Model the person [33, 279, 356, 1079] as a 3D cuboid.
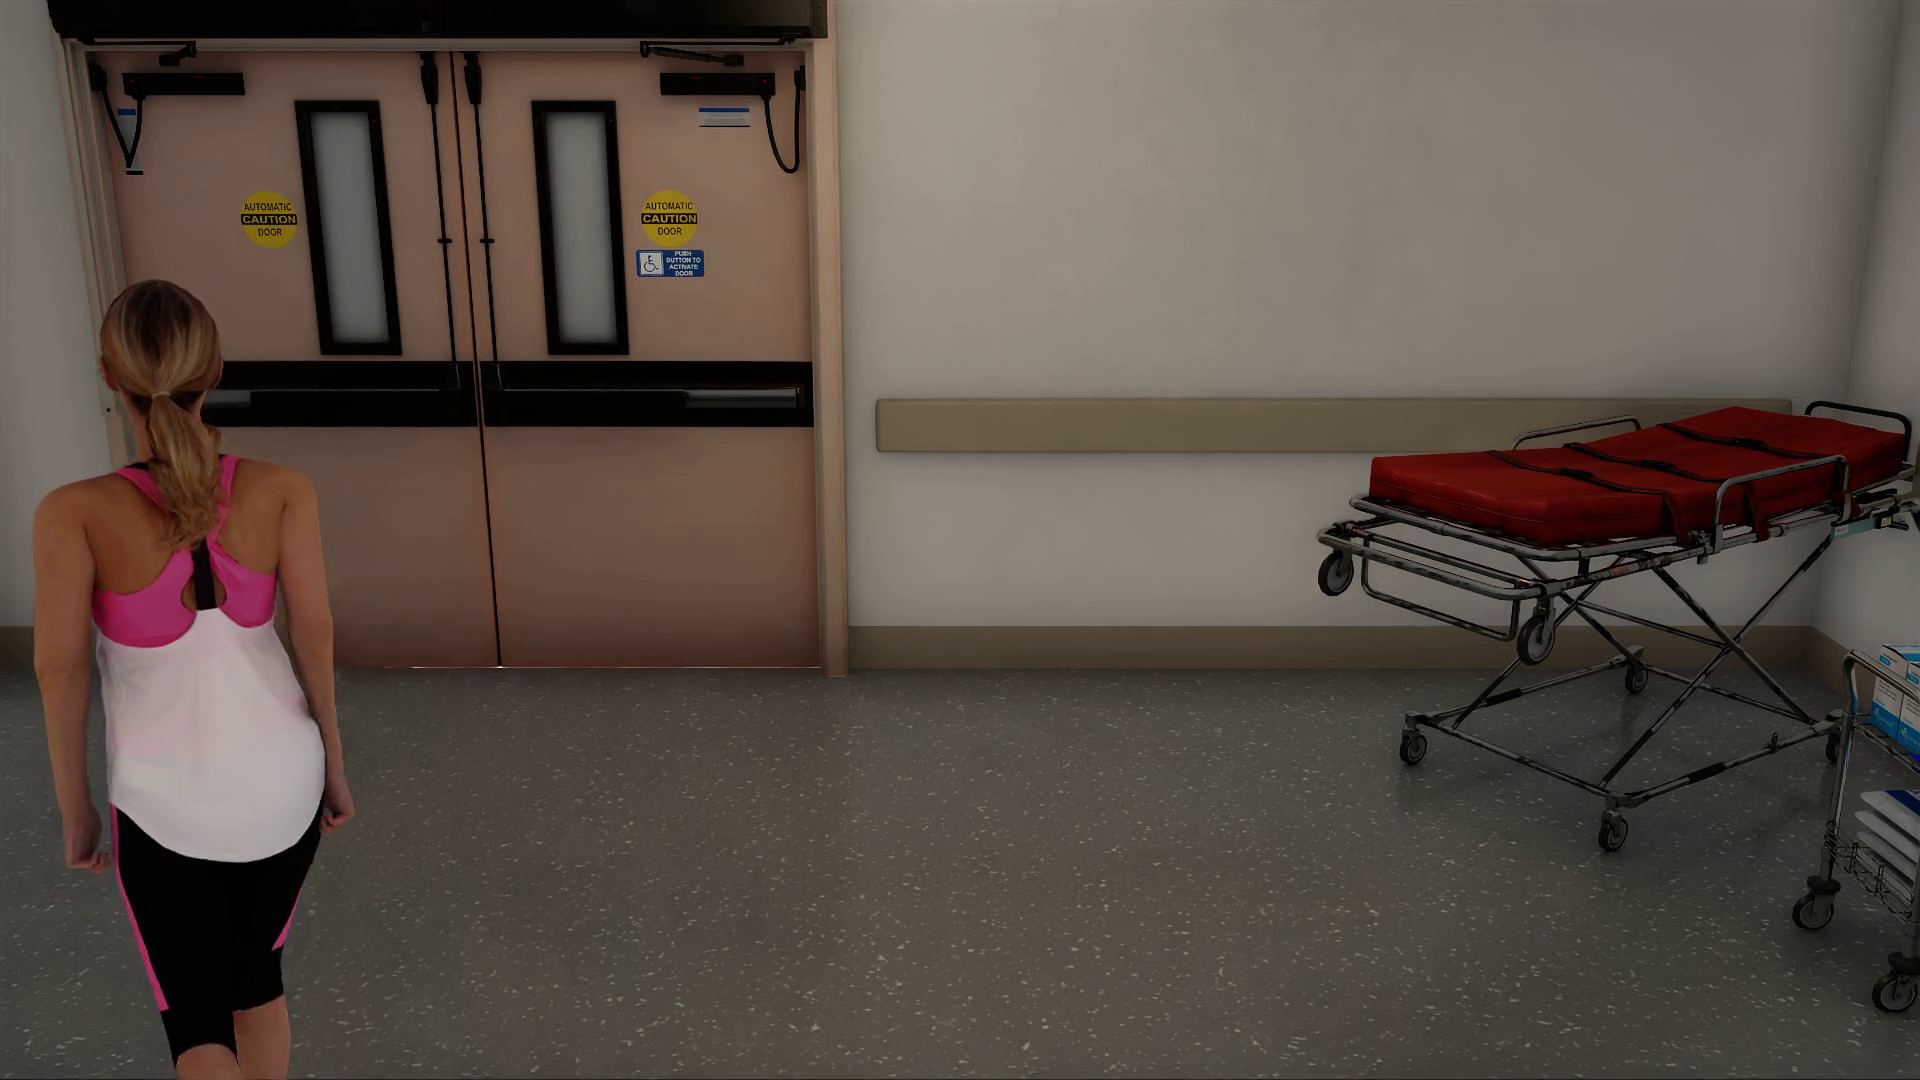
[{"bbox_3d":[-1.202,0.489,2.729,0.994,1.764,1.144,-11,19,-34],"label":"person"}]
